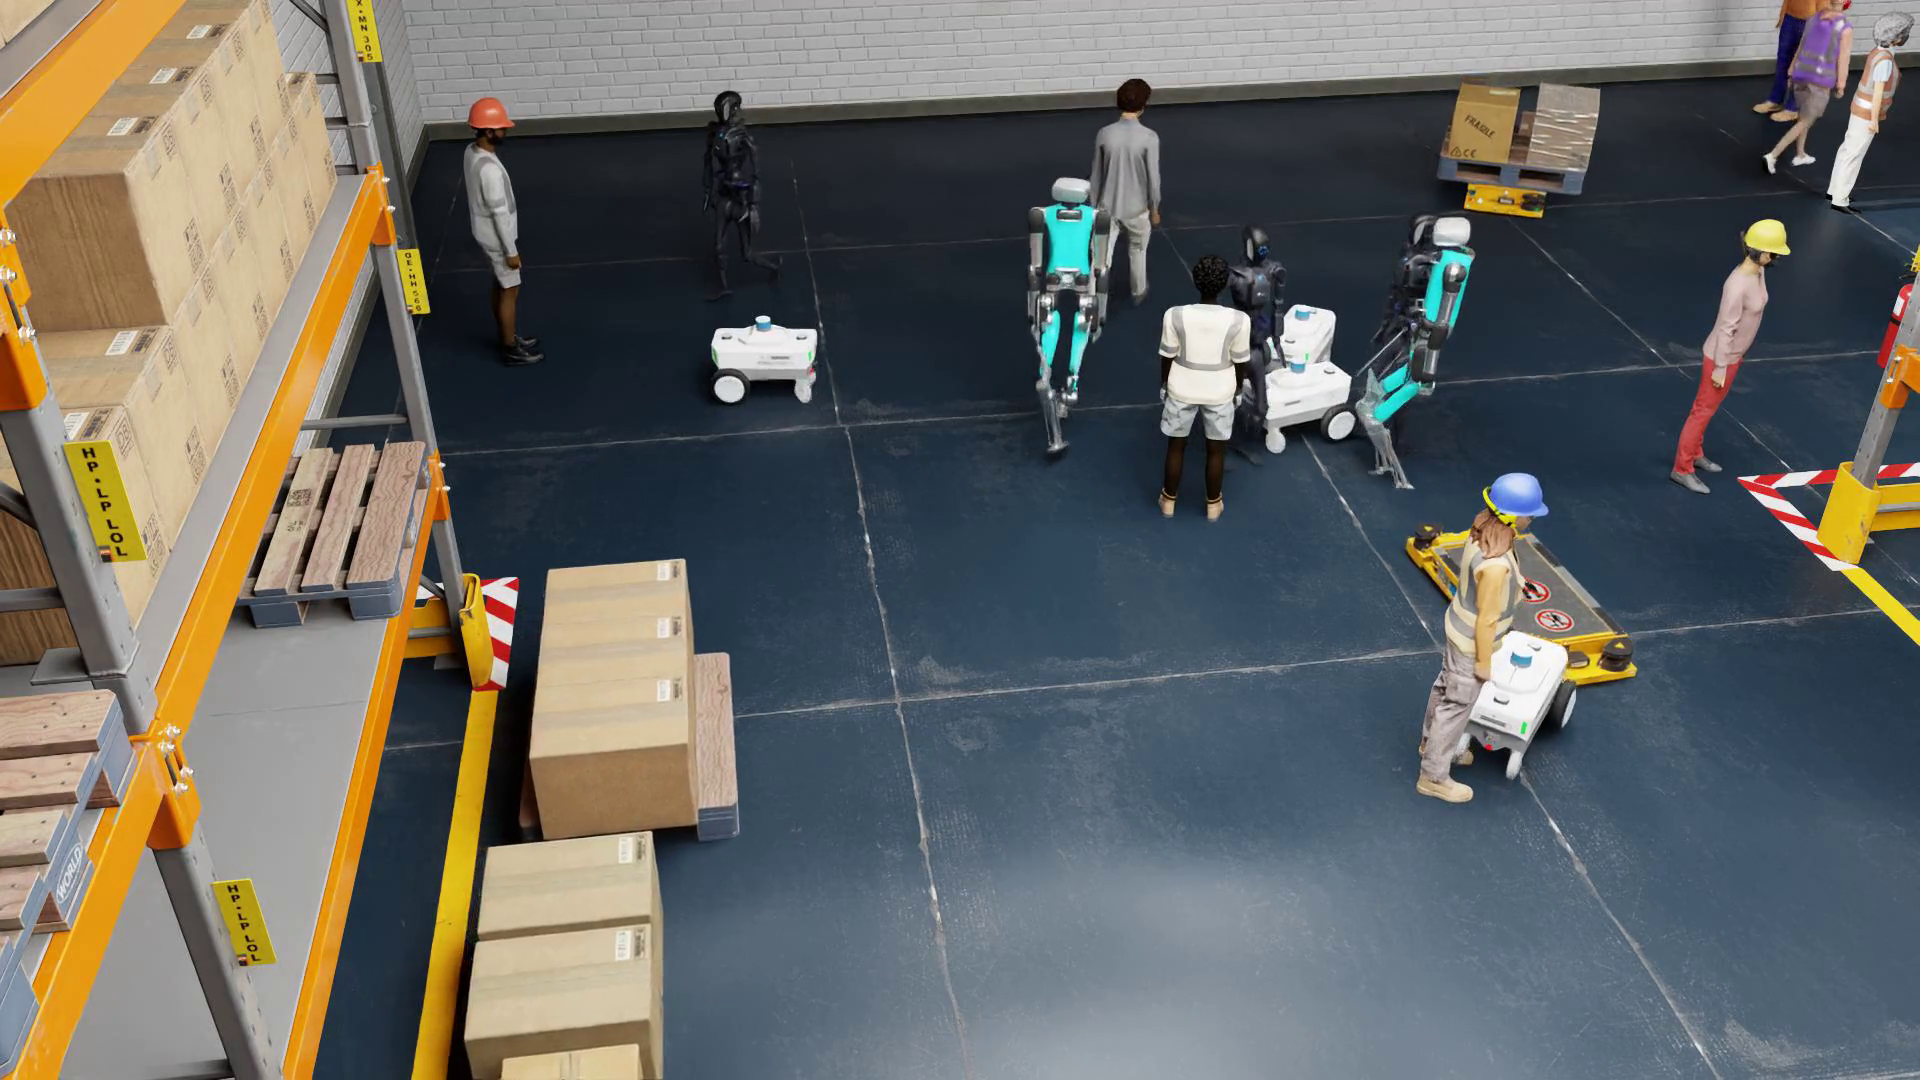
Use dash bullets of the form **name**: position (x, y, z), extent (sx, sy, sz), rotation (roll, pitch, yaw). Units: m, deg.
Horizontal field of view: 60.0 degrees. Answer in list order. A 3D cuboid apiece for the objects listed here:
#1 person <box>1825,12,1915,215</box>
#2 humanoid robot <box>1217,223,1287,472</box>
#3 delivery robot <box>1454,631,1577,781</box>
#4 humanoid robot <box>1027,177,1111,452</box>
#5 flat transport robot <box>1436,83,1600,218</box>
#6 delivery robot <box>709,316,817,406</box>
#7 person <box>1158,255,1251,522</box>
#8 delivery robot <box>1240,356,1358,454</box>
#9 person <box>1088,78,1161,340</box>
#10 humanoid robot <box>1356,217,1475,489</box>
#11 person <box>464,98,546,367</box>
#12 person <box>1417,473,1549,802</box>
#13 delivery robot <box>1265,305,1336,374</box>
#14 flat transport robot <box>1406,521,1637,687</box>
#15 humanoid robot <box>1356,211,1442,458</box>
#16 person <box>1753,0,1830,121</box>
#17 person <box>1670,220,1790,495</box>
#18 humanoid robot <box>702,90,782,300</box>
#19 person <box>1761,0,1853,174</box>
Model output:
- **person**: position (7.698, -3.619, 14.095), extent (0.311, 1.690, 0.437), rotation (9, 34, 14)
- **humanoid robot**: position (1.770, -1.201, 10.399), extent (0.615, 1.648, 0.312), rotation (-15, 36, -22)
- **delivery robot**: position (2.793, 0.791, 8.393), extent (0.499, 0.610, 0.813), rotation (20, 38, 27)
- **humanoid robot**: position (0.673, -1.330, 10.585), extent (0.530, 1.742, 1.009), rotation (2, 33, 4)
- **flat transport robot**: position (4.889, -3.227, 14.798), extent (0.659, 0.231, 1.431), rotation (11, 35, 16)
- **delivery robot**: position (-1.364, -1.270, 11.520), extent (0.747, 0.576, 0.499), rotation (0, 33, 1)
- **person**: position (1.439, -0.884, 9.908), extent (0.534, 1.692, 0.320), rotation (5, 33, 8)
- **delivery robot**: position (2.245, -0.925, 11.025), extent (0.784, 0.613, 0.506), rotation (-13, 35, -19)
- **person**: position (1.209, -2.452, 12.195), extent (0.546, 1.813, 1.046), rotation (10, 35, 15)
- **humanoid robot**: position (2.708, -1.132, 10.254), extent (0.669, 1.797, 0.530), rotation (7, 34, 10)
- **person**: position (-3.193, -2.131, 11.608), extent (0.388, 1.926, 0.546), rotation (-16, 36, -23)
- **person**: position (2.440, 0.451, 7.791), extent (0.342, 1.769, 0.460), rotation (7, 34, 11)
- **delivery robot**: position (2.372, -1.357, 11.661), extent (0.499, 0.585, 0.784), rotation (15, 36, 22)
- **flat transport robot**: position (3.127, 0.330, 9.347), extent (0.659, 0.231, 1.431), rotation (-7, 34, -11)
- **humanoid robot**: position (2.830, -1.280, 10.521), extent (0.316, 1.656, 0.601), rotation (-5, 34, -8)
- **person**: position (8.129, -5.067, 16.065), extent (0.403, 1.973, 0.516), rotation (-11, 35, -17)
- **person**: position (4.742, -1.136, 10.225), extent (0.320, 1.765, 0.534), rotation (21, 38, 28)
- **humanoid robot**: position (-1.672, -2.616, 12.585), extent (0.607, 1.636, 0.620), rotation (26, 41, 34)
- **person**: position (7.578, -4.081, 14.829), extent (0.776, 1.664, 0.494), rotation (-14, 36, -21)
